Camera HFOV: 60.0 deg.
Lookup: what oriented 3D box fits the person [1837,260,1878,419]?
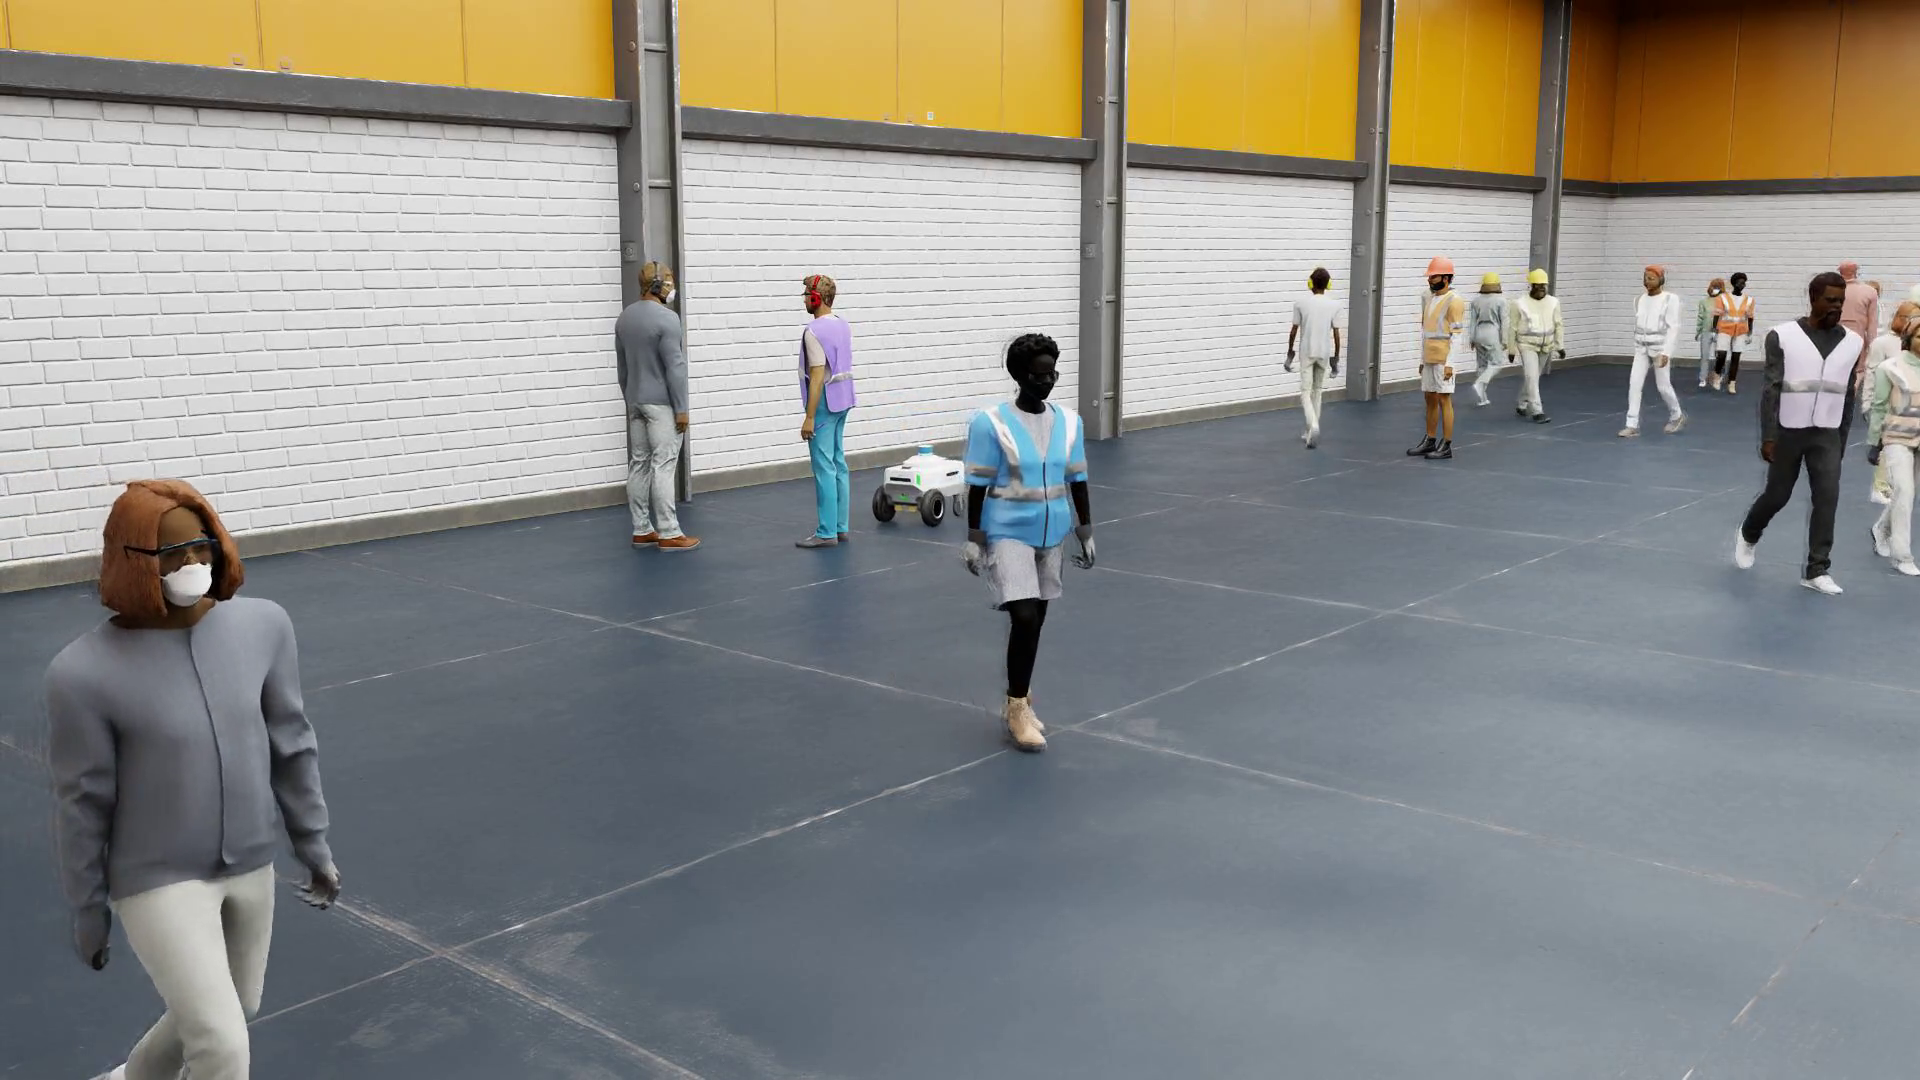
[{"bbox_3d":[10.228,-2.289,19.244,0.664,1.887,0.464,7,12,36],"label":"person"}]

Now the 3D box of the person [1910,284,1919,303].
[{"bbox_3d":[11.277,-2.320,19.184,0.662,1.964,0.812,1,10,7],"label":"person"}]

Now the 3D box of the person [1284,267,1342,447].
[{"bbox_3d":[3.638,-1.877,17.061,0.533,1.844,0.859,0,10,-1],"label":"person"}]

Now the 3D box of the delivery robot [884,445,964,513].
[{"bbox_3d":[-0.260,-0.461,12.370,0.477,0.478,0.707,6,12,29],"label":"delivery robot"}]

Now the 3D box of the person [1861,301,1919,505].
[{"bbox_3d":[7.343,-1.034,12.887,0.527,1.597,0.775,0,10,-3],"label":"person"}]

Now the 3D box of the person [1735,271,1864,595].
[{"bbox_3d":[5.054,-0.664,10.004,0.599,1.892,0.819,0,10,0],"label":"person"}]

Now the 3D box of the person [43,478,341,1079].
[{"bbox_3d":[-1.567,0.652,3.329,0.781,1.598,0.496,6,12,30],"label":"person"}]

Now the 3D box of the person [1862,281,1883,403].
[{"bbox_3d":[11.789,-2.579,21.705,0.870,1.588,0.539,6,12,32],"label":"person"}]

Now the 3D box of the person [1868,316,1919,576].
[{"bbox_3d":[6.014,-0.624,10.572,0.514,1.612,0.783,0,10,-1],"label":"person"}]

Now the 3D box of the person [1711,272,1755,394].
[{"bbox_3d":[10.704,-2.860,23.040,0.559,1.685,0.341,1,10,8],"label":"person"}]

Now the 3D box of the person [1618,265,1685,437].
[{"bbox_3d":[7.512,-2.033,17.921,0.871,1.855,0.574,-7,12,-35],"label":"person"}]

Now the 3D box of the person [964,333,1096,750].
[{"bbox_3d":[0.325,0.009,6.731,0.558,1.674,0.593,-6,12,-32],"label":"person"}]

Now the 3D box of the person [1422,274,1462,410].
[{"bbox_3d":[6.044,-2.542,20.898,0.494,1.807,0.780,4,11,22],"label":"person"}]

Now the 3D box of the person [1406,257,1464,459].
[{"bbox_3d":[4.591,-1.745,16.009,0.356,1.938,0.543,-3,10,-17],"label":"person"}]

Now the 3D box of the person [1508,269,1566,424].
[{"bbox_3d":[6.731,-2.272,19.475,0.580,1.784,0.956,-2,10,-11],"label":"person"}]

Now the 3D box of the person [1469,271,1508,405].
[{"bbox_3d":[6.735,-2.571,21.309,0.525,1.725,0.495,-9,14,-42],"label":"person"}]

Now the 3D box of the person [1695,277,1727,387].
[{"bbox_3d":[11.114,-3.062,24.462,0.535,1.605,0.693,7,12,37],"label":"person"}]

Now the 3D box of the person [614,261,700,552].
[{"bbox_3d":[-2.042,-0.888,11.139,0.627,1.936,0.373,9,14,42],"label":"person"}]

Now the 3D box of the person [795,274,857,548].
[{"bbox_3d":[-0.904,-0.867,11.268,0.381,1.845,0.570,3,10,16],"label":"person"}]
